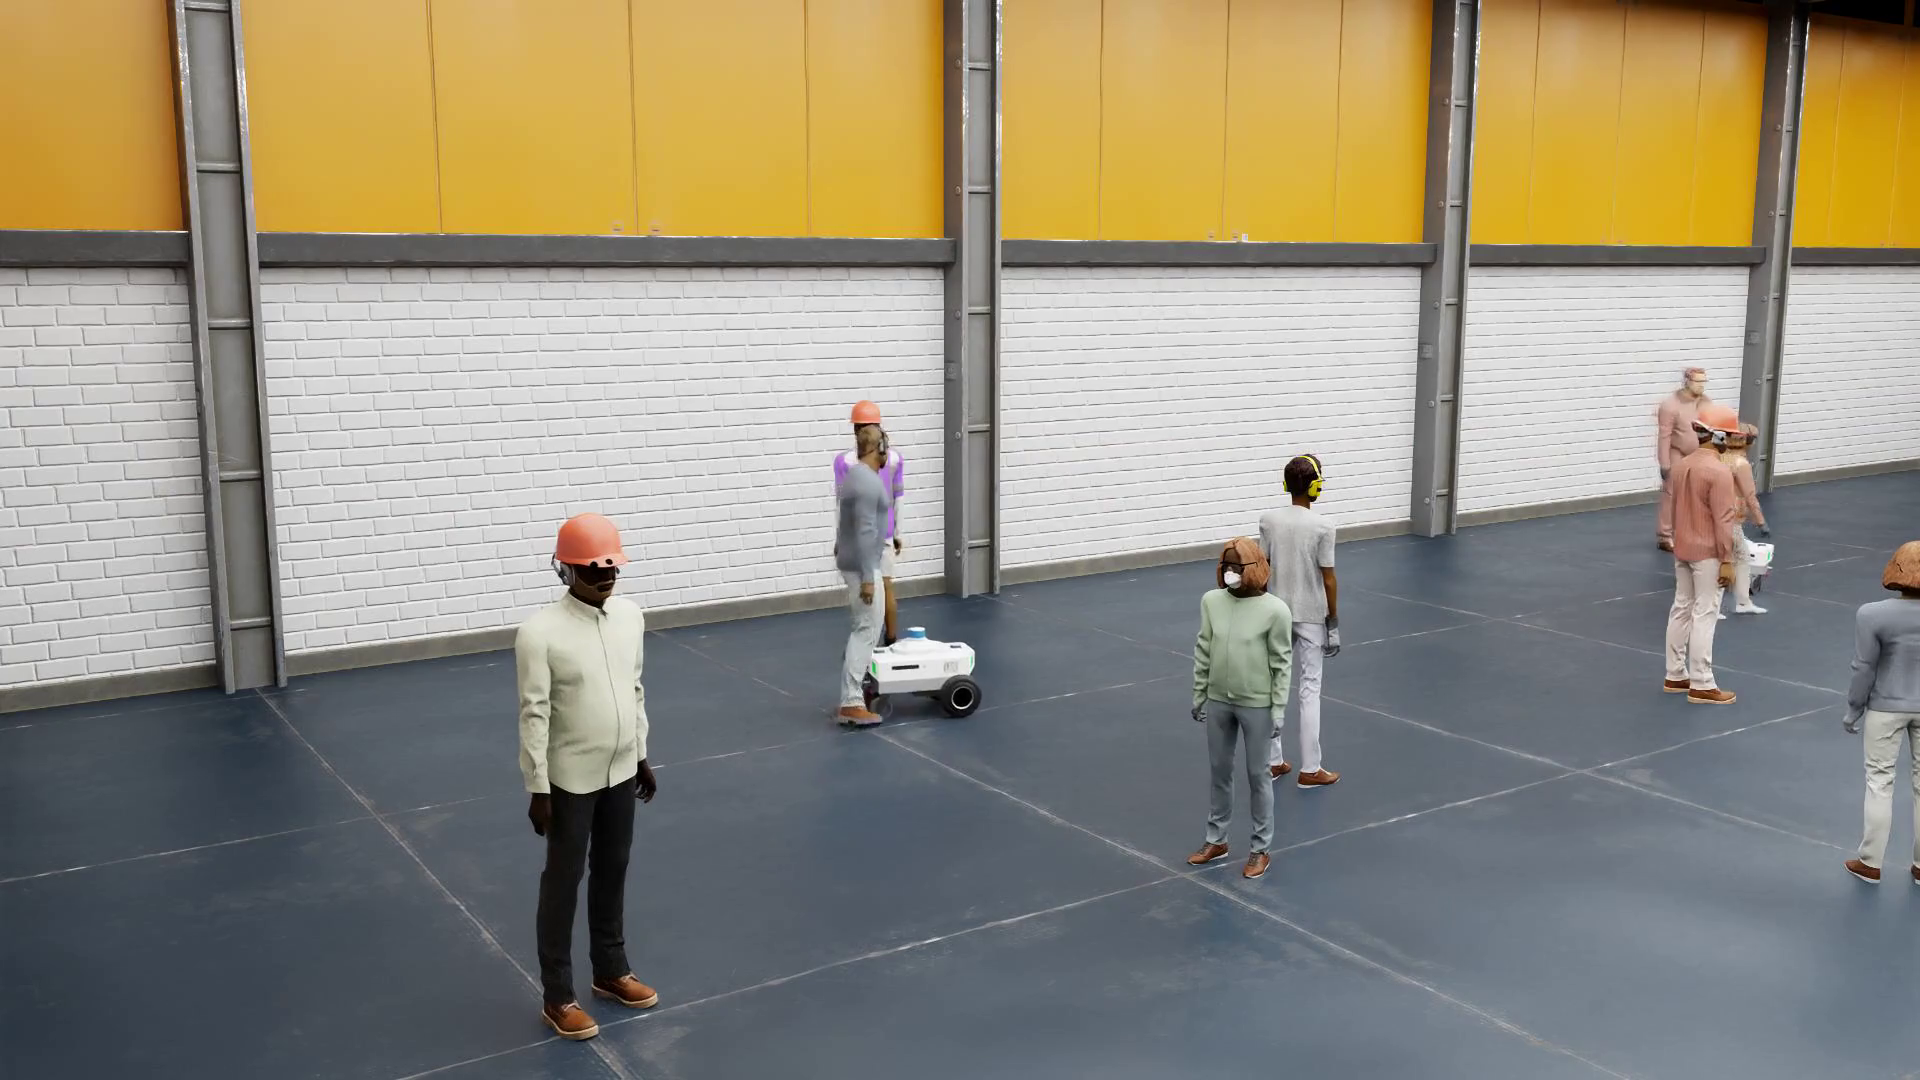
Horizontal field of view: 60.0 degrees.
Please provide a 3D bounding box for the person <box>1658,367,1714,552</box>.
[{"bbox_3d":[7.314,-0.796,16.744,0.688,1.888,0.538,-2,10,-15],"label":"person"}]

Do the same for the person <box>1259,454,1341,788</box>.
[{"bbox_3d":[1.904,0.452,9.306,0.510,1.870,0.328,8,13,41],"label":"person"}]

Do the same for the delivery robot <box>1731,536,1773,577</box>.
[{"bbox_3d":[6.900,0.129,14.916,0.707,0.478,0.477,5,11,27],"label":"delivery robot"}]

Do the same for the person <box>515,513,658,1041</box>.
[{"bbox_3d":[-1.399,0.879,6.351,0.396,1.992,0.623,6,11,34],"label":"person"}]

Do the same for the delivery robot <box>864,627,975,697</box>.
[{"bbox_3d":[-0.278,0.810,10.810,0.707,0.478,0.477,-3,10,-16],"label":"delivery robot"}]

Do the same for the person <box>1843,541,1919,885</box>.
[{"bbox_3d":[4.436,0.814,7.821,0.498,1.634,0.279,2,10,12],"label":"person"}]

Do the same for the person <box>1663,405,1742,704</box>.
[{"bbox_3d":[4.974,0.091,11.111,0.384,1.991,0.609,-1,10,-7],"label":"person"}]

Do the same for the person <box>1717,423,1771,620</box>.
[{"bbox_3d":[6.363,-0.148,13.630,0.640,1.612,0.556,2,10,15],"label":"person"}]

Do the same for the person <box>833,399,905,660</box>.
[{"bbox_3d":[-0.680,-0.060,12.181,0.551,1.934,0.373,-5,11,-27],"label":"person"}]

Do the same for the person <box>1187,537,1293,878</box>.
[{"bbox_3d":[1.336,0.791,7.968,0.507,1.633,0.278,7,12,38],"label":"person"}]

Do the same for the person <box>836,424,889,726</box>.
[{"bbox_3d":[-0.608,0.210,10.699,0.394,1.893,0.762,-1,9,-4],"label":"person"}]
